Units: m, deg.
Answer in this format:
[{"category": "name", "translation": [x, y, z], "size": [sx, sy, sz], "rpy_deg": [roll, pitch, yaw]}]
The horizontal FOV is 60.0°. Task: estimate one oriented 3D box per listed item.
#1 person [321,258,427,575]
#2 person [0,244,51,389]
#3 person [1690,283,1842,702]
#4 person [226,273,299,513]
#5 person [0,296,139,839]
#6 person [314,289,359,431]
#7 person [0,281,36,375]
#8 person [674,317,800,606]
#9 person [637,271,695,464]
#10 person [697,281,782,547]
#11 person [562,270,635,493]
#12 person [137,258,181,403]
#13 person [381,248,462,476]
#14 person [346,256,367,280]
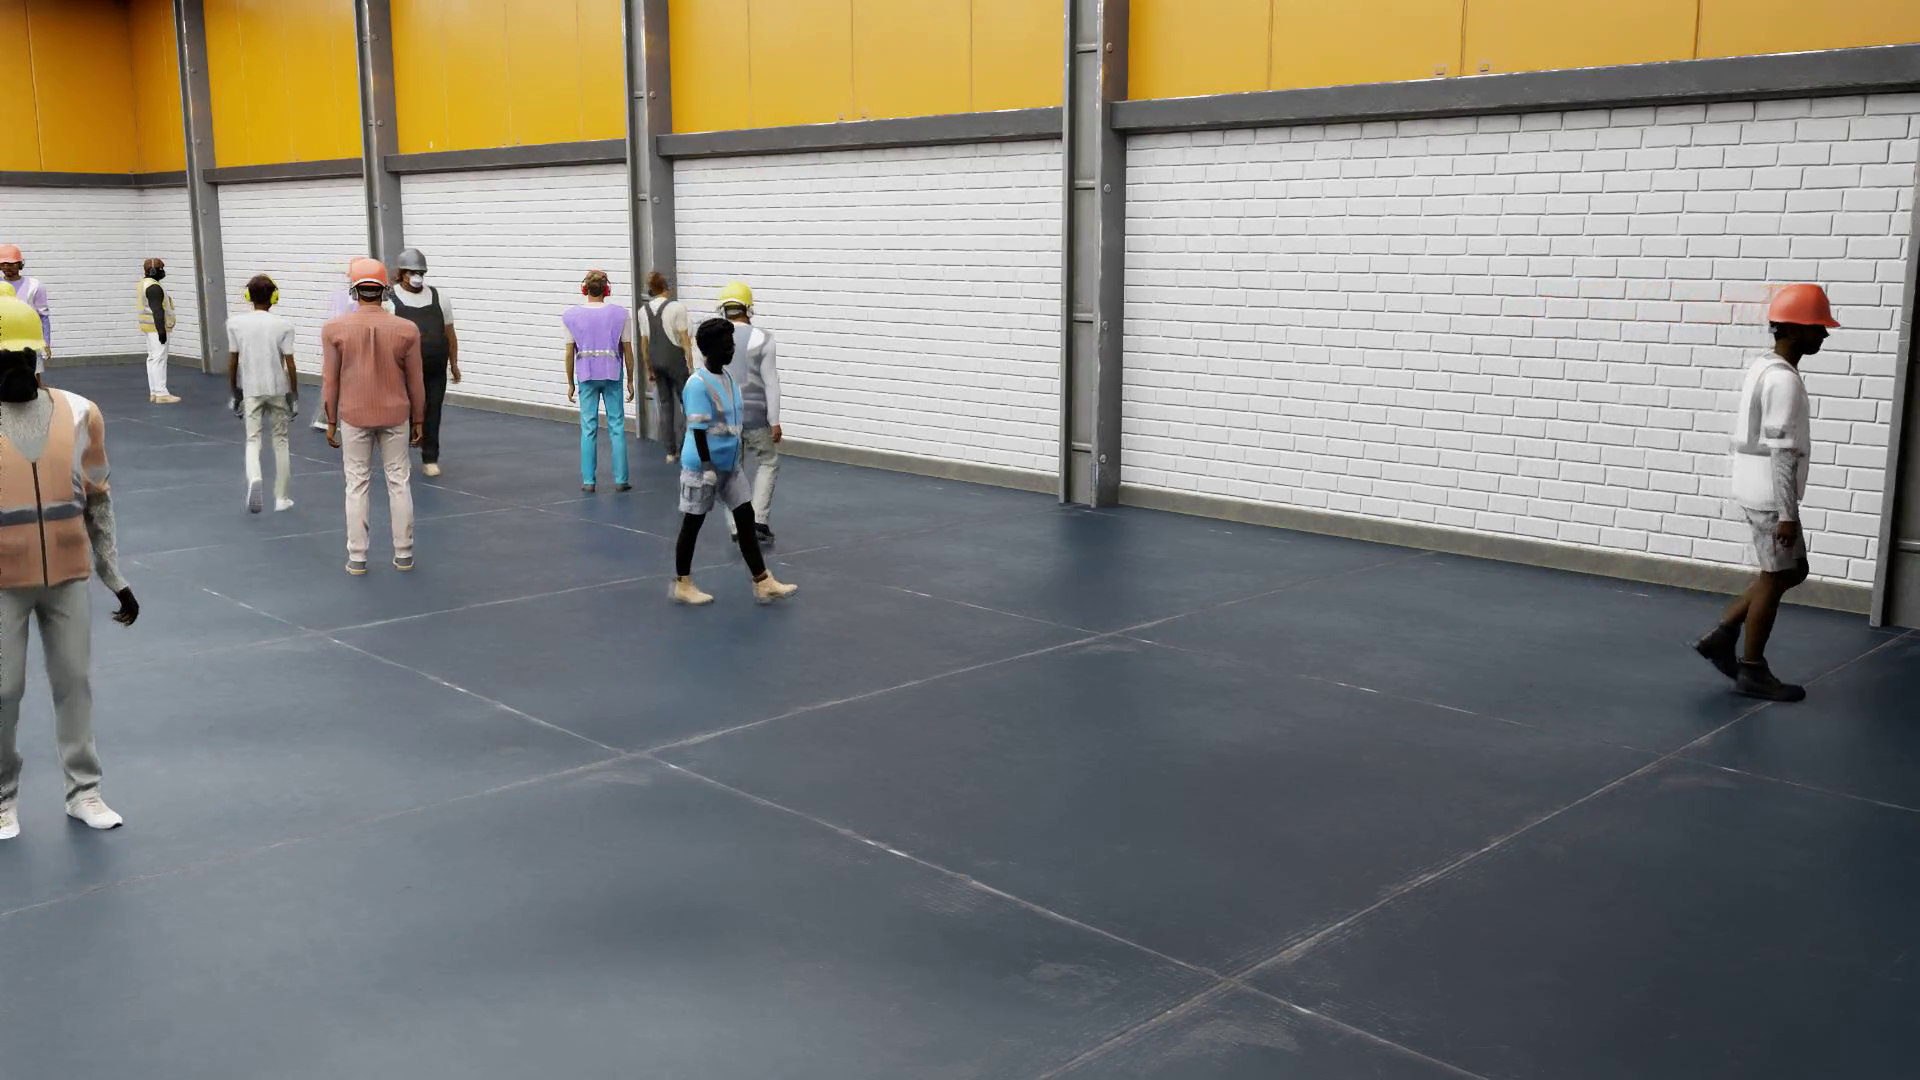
[{"category": "person", "translation": [-3.701, -0.775, 10.534], "size": [0.619, 1.989, 0.396], "rpy_deg": [-5, 11, -24]}, {"category": "person", "translation": [-9.938, -2.091, 17.546], "size": [0.615, 2.039, 0.392], "rpy_deg": [-3, 11, -18]}, {"category": "person", "translation": [3.721, -0.205, 7.586], "size": [0.427, 1.918, 0.562], "rpy_deg": [4, 11, 18]}, {"category": "person", "translation": [-5.324, -1.104, 12.698], "size": [0.523, 1.848, 0.713], "rpy_deg": [-3, 11, -15]}, {"category": "person", "translation": [-3.280, 0.109, 5.891], "size": [0.373, 1.934, 0.597], "rpy_deg": [9, 14, 41]}, {"category": "person", "translation": [-6.638, -2.103, 18.183], "size": [1.027, 1.842, 0.664], "rpy_deg": [-6, 12, -31]}, {"category": "person", "translation": [-8.318, -1.387, 14.554], "size": [0.340, 1.735, 0.483], "rpy_deg": [6, 12, 29]}, {"category": "person", "translation": [-1.310, -0.423, 9.454], "size": [0.812, 1.655, 0.553], "rpy_deg": [4, 11, 21]}, {"category": "person", "translation": [-2.714, -1.599, 15.530], "size": [0.643, 1.792, 0.334], "rpy_deg": [4, 11, 22]}, {"category": "person", "translation": [-1.491, -0.851, 11.374], "size": [0.627, 1.819, 0.453], "rpy_deg": [3, 11, 17]}, {"category": "person", "translation": [-2.988, -1.307, 13.803], "size": [0.566, 1.846, 0.389], "rpy_deg": [-2, 11, -11]}, {"category": "person", "translation": [-10.255, -2.676, 21.280], "size": [0.429, 1.842, 0.634], "rpy_deg": [-8, 13, -36]}, {"category": "person", "translation": [-4.766, -1.568, 14.692], "size": [0.690, 2.000, 0.537], "rpy_deg": [-8, 13, -37]}, {"category": "person", "translation": [-6.462, -2.180, 18.416], "size": [0.544, 1.898, 0.617], "rpy_deg": [3, 11, 16]}]
